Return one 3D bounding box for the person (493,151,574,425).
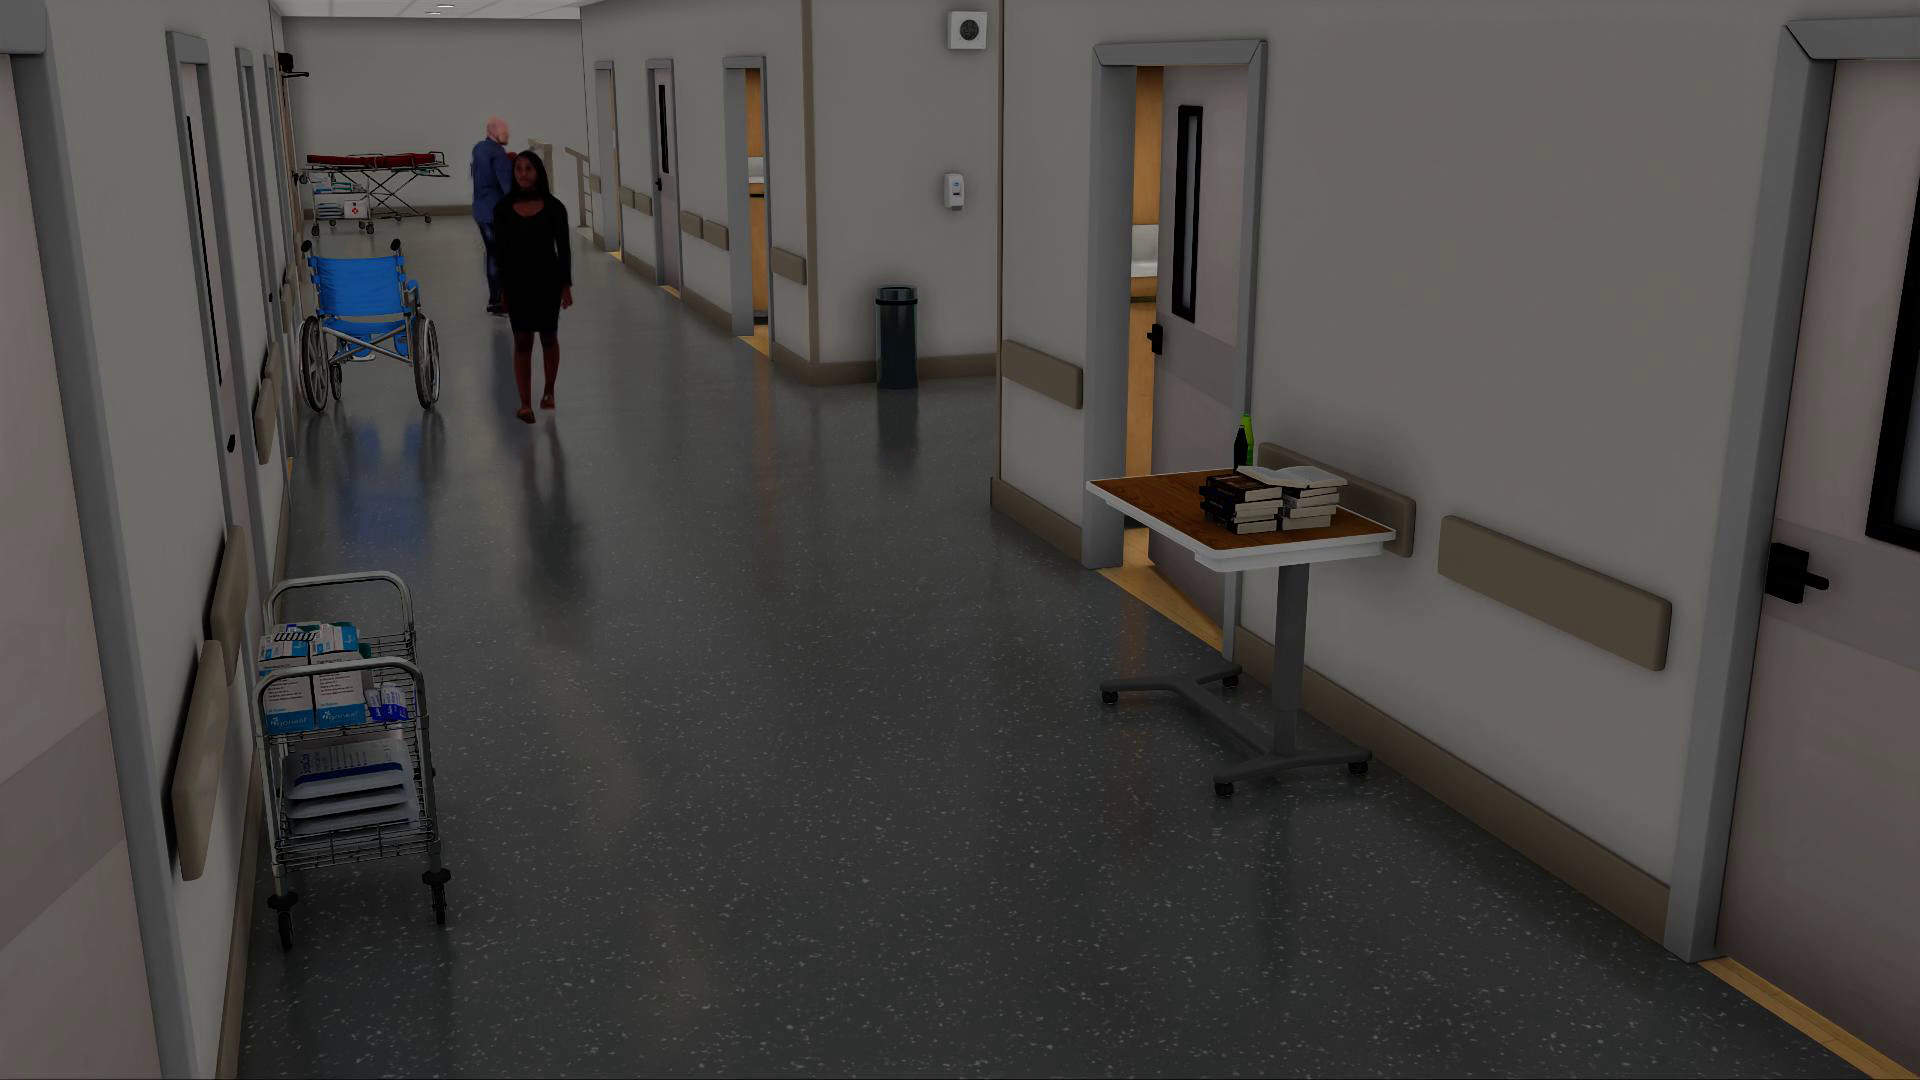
[{"bbox_3d":[-2.708,-1.596,10.676,0.800,1.667,1.218,-2,16,-7],"label":"person"}]

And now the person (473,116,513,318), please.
[{"bbox_3d":[-4.253,-2.949,15.221,0.859,1.806,1.013,8,18,27],"label":"person"}]
